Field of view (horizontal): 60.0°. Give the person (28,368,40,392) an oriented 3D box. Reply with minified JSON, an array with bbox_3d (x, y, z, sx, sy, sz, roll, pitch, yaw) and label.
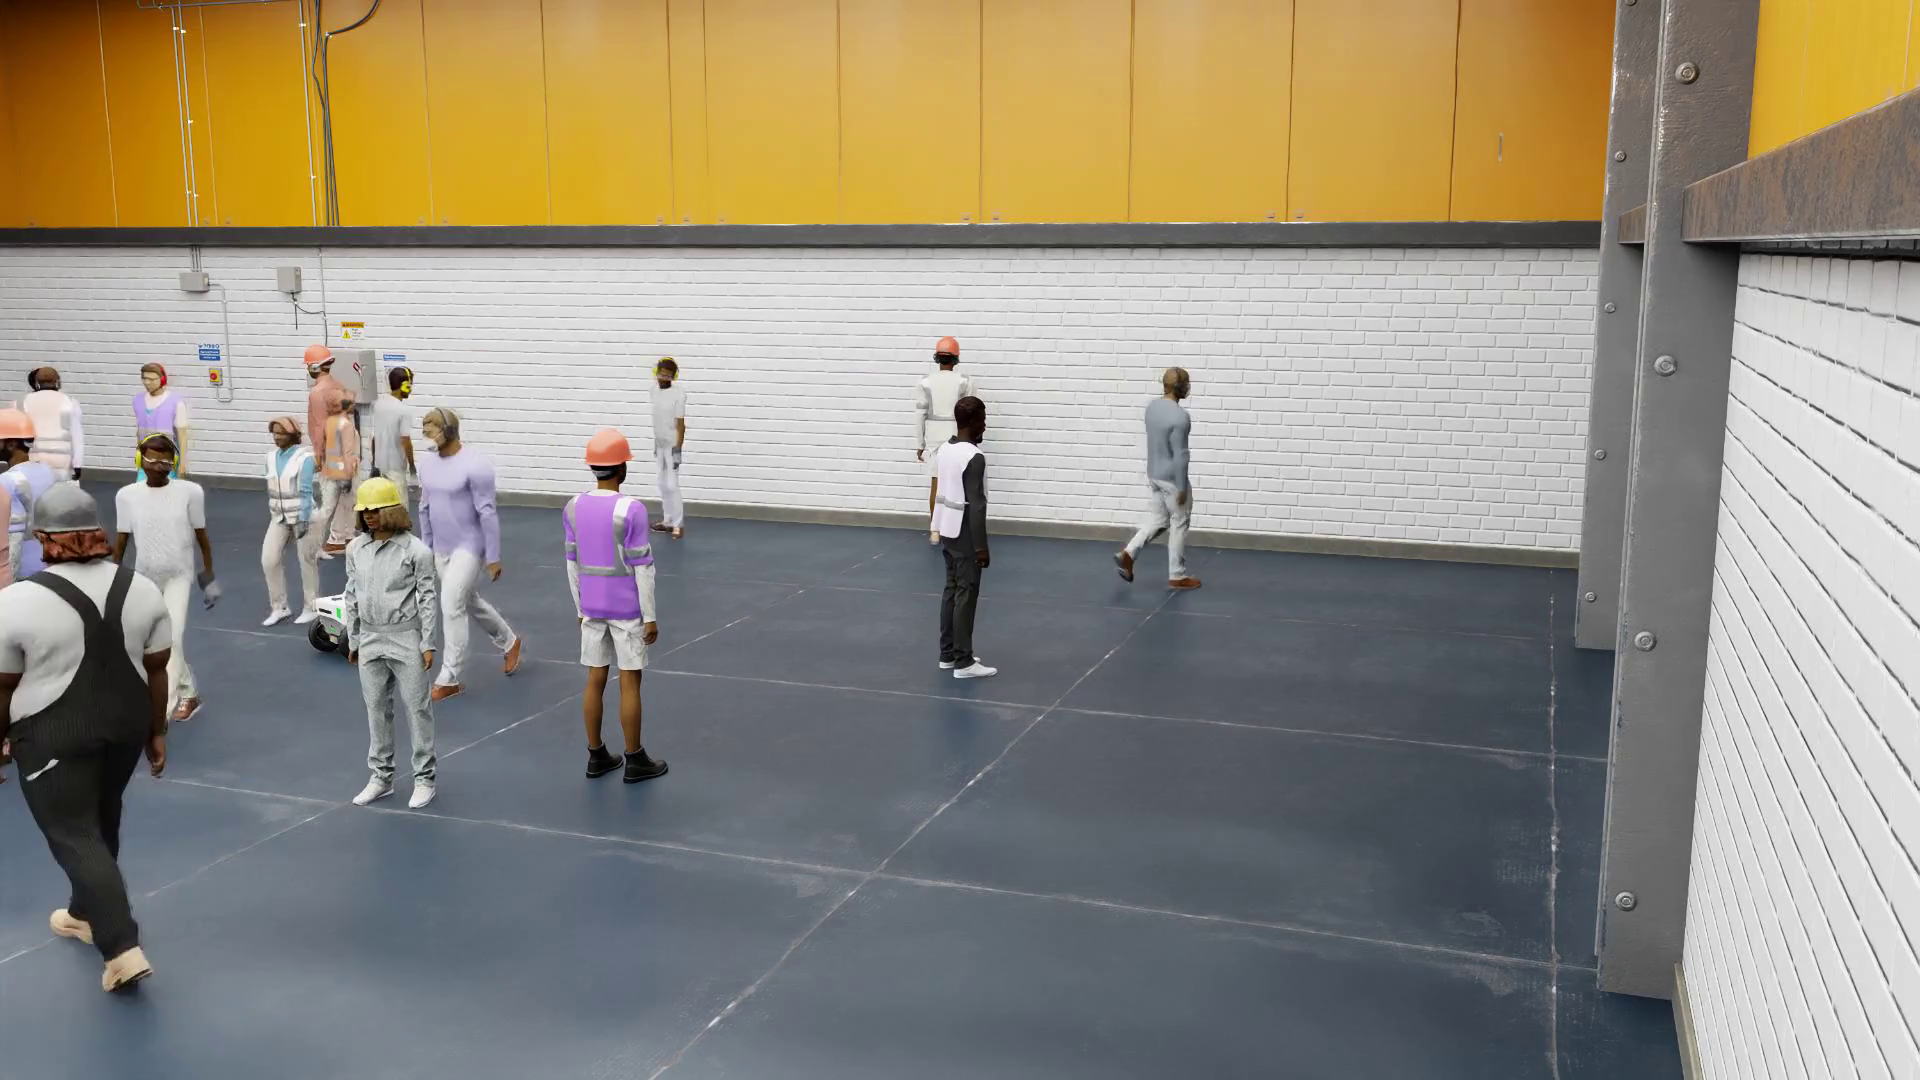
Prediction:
[{"bbox_3d":[-9.547,-0.970,17.372,0.868,1.651,0.539,-2,10,-8],"label":"person"}]

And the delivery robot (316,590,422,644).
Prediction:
[{"bbox_3d":[-4.251,0.486,12.001,0.477,0.478,0.707,8,13,40],"label":"delivery robot"}]

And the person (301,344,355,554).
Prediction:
[{"bbox_3d":[-6.012,-0.860,15.801,0.400,1.989,0.623,0,10,2],"label":"person"}]

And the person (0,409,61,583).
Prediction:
[{"bbox_3d":[-5.710,0.167,10.167,0.359,1.937,0.552,0,10,0],"label":"person"}]

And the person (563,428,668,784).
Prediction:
[{"bbox_3d":[-1.879,0.361,9.067,0.545,1.942,0.350,5,11,25],"label":"person"}]

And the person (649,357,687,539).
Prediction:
[{"bbox_3d":[-2.960,-0.929,16.657,0.701,1.829,0.415,10,14,44],"label":"person"}]

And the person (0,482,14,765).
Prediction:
[{"bbox_3d":[-5.558,0.327,9.354,0.402,1.911,0.639,-2,10,-10],"label":"person"}]

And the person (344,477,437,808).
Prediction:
[{"bbox_3d":[-2.961,0.536,8.638,0.492,1.742,0.324,2,10,11],"label":"person"}]

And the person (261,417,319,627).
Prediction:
[{"bbox_3d":[-5.166,-0.128,12.733,0.518,1.619,0.546,4,11,20],"label":"person"}]

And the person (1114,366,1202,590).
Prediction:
[{"bbox_3d":[1.702,-0.510,14.047,0.677,1.918,0.638,-4,11,-22],"label":"person"}]

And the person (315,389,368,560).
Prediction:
[{"bbox_3d":[-5.732,-0.609,15.508,0.760,1.610,0.529,-9,14,-43],"label":"person"}]

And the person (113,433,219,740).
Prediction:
[{"bbox_3d":[-4.787,0.274,9.911,0.564,1.806,1.002,-1,10,-8],"label":"person"}]

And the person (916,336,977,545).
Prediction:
[{"bbox_3d":[-0.125,-0.966,16.249,0.606,2.045,0.389,1,10,8],"label":"person"}]

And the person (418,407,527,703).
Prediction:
[{"bbox_3d":[-3.238,0.056,10.940,0.641,1.901,0.957,7,12,33],"label":"person"}]

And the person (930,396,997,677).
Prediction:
[{"bbox_3d":[0.010,-0.023,11.333,0.385,1.910,0.593,-4,11,-22],"label":"person"}]

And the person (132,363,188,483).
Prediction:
[{"bbox_3d":[-7.556,-0.764,15.723,0.596,1.823,0.454,3,10,16],"label":"person"}]

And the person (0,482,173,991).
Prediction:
[{"bbox_3d":[-3.507,0.739,6.659,0.989,2.000,0.677,6,12,30],"label":"person"}]

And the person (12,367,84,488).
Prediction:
[{"bbox_3d":[-8.604,-0.734,15.726,0.634,1.788,1.000,-3,10,-16],"label":"person"}]

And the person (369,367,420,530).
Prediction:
[{"bbox_3d":[-5.107,-0.624,14.920,0.567,1.830,0.528,7,12,36],"label":"person"}]
